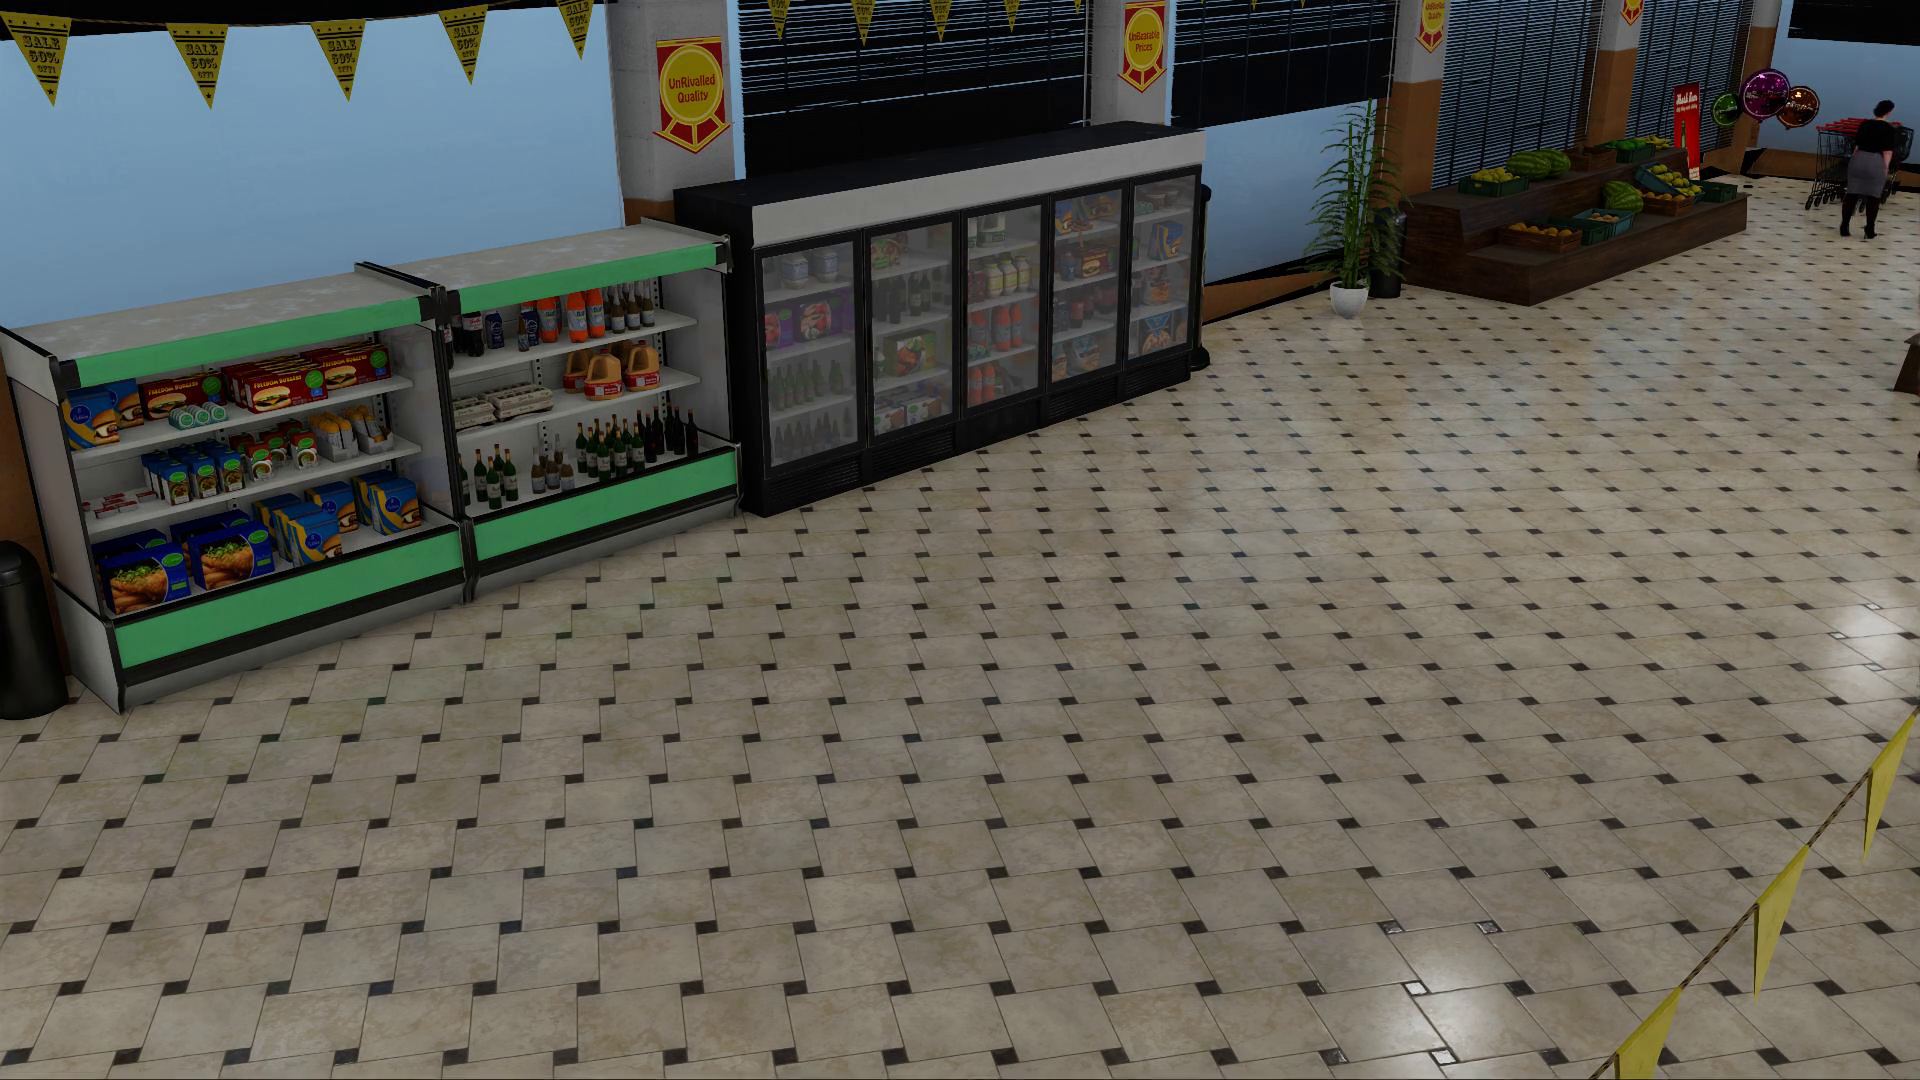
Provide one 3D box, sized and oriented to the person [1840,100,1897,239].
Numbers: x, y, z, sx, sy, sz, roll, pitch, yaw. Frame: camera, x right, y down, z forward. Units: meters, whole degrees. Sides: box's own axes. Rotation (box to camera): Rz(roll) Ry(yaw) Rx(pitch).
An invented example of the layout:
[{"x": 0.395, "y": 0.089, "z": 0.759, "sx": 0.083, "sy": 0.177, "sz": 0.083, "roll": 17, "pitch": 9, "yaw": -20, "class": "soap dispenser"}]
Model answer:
[{"x": 11.704, "y": -4.769, "z": 21.399, "sx": 0.798, "sy": 1.746, "sz": 0.766, "roll": -15, "pitch": 26, "yaw": -33, "class": "person"}]
